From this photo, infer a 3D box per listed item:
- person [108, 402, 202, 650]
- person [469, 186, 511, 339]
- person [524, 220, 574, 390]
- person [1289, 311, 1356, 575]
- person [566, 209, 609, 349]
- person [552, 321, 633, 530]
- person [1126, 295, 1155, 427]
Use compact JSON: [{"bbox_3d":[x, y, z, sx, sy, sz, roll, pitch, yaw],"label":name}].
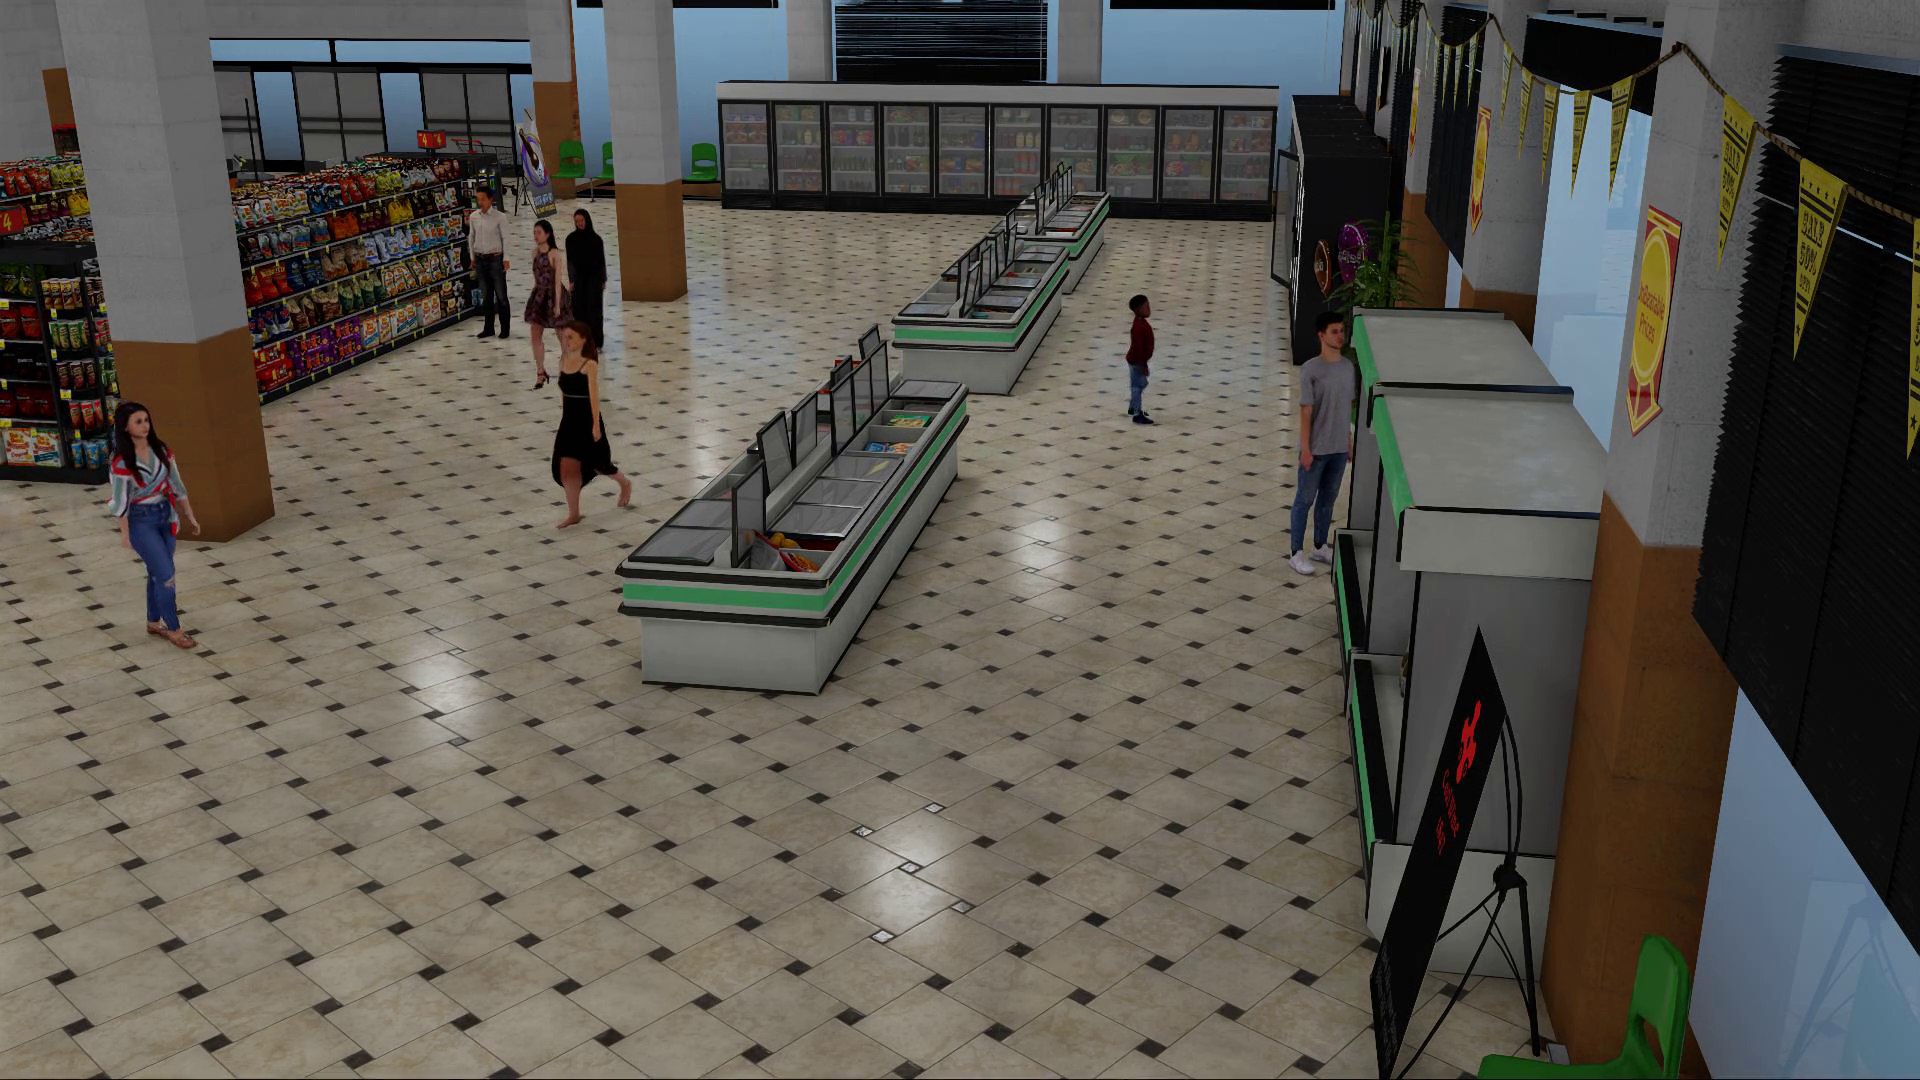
[{"bbox_3d":[-5.240,-0.103,10.659,0.780,1.590,0.807,8,20,21],"label":"person"},{"bbox_3d":[-5.605,-3.326,19.881,0.668,1.806,0.550,4,19,12],"label":"person"},{"bbox_3d":[-4.212,-2.454,17.378,0.751,1.752,0.880,8,20,23],"label":"person"},{"bbox_3d":[2.617,-0.711,11.992,0.744,1.890,0.806,-13,23,-33],"label":"person"},{"bbox_3d":[-4.351,-3.052,19.397,0.814,1.596,1.000,-5,19,-14],"label":"person"},{"bbox_3d":[-2.890,-0.910,13.045,0.821,1.595,1.083,12,22,31],"label":"person"},{"bbox_3d":[1.686,-1.743,16.048,0.579,1.254,0.453,4,19,12],"label":"person"}]
